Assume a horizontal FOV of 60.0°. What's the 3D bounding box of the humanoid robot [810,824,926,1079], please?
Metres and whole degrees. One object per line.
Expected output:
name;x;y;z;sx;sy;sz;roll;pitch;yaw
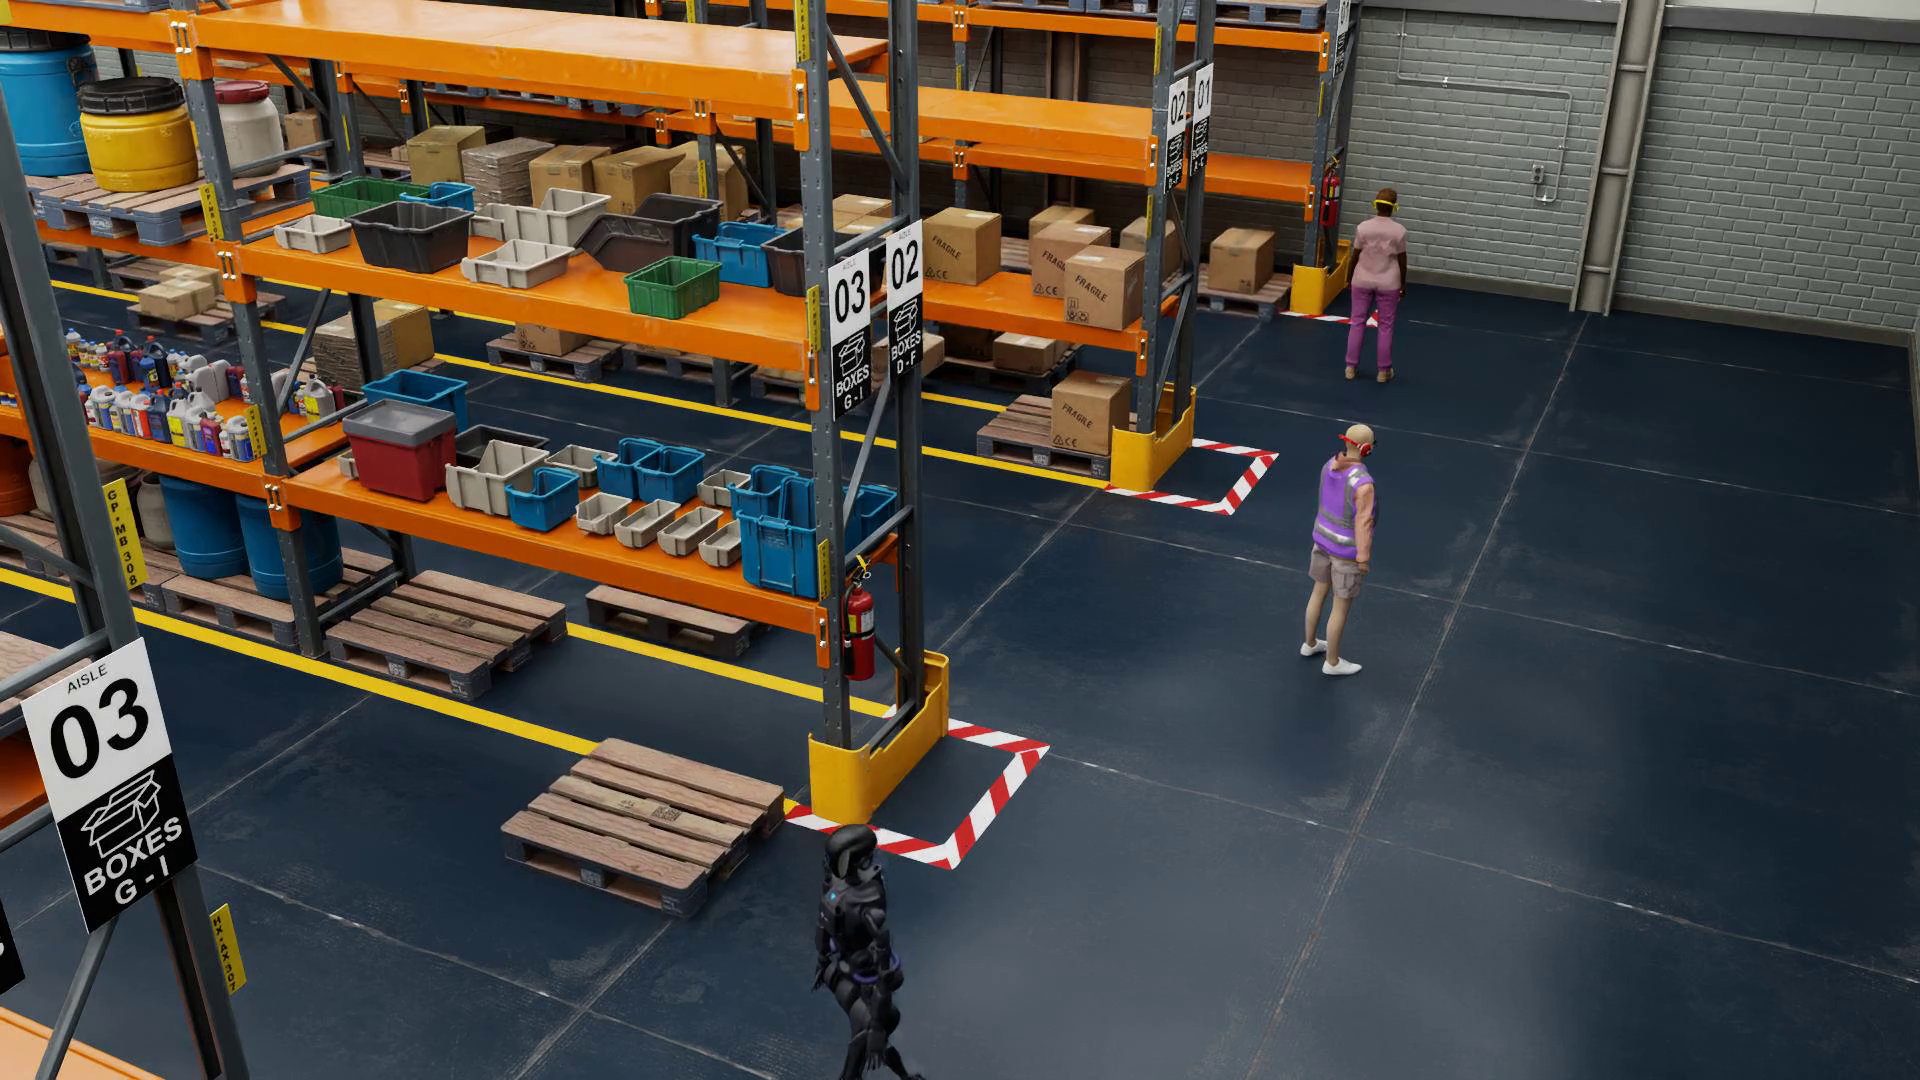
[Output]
humanoid robot;-0.441;1.869;6.981;0.791;1.621;0.595;-16;30;-29

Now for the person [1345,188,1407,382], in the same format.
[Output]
person;3.839;-2.350;15.335;0.538;1.800;0.330;10;28;19

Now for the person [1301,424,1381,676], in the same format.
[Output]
person;2.427;0.057;10.591;0.349;1.688;0.491;-11;28;-21
